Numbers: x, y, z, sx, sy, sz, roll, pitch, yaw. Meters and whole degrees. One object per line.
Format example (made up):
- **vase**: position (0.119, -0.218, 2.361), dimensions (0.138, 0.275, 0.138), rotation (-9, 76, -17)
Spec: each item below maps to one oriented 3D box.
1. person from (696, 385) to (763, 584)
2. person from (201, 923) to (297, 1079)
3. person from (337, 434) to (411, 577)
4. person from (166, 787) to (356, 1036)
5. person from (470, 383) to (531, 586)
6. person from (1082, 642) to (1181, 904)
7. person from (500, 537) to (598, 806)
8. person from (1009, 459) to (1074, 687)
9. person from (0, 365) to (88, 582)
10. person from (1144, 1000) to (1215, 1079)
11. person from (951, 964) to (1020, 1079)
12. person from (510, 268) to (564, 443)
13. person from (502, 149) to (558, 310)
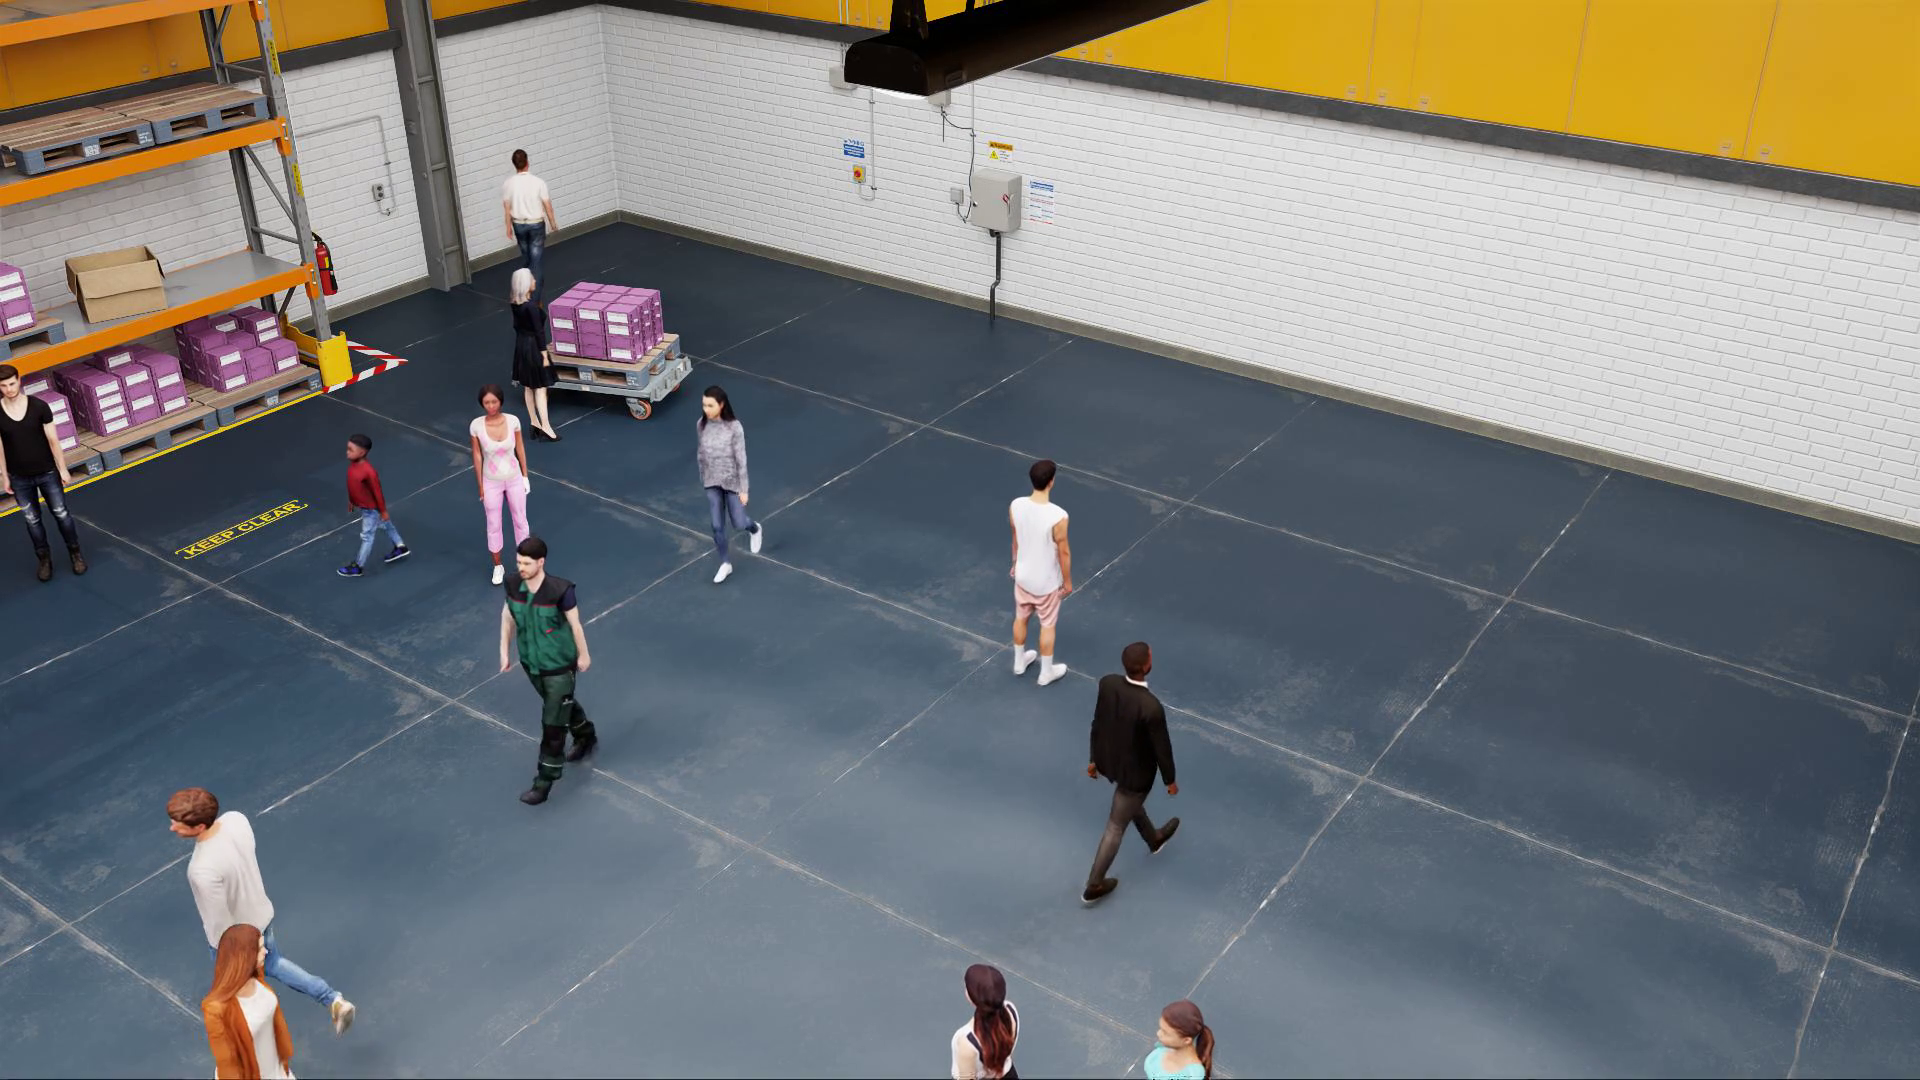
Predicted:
- **person**: position (-1.895, -0.501, 13.737), dimensions (0.742, 1.717, 0.903), rotation (10, 30, 18)
- **person**: position (-3.523, 2.592, 8.095), dimensions (0.898, 1.687, 0.933), rotation (8, 30, 14)
- **person**: position (-4.882, -0.324, 13.923), dimensions (0.924, 1.226, 0.655), rotation (-22, 36, -35)
- **person**: position (-3.757, 2.060, 8.880), dimensions (1.059, 1.870, 1.121), rotation (4, 29, 7)
- **person**: position (-3.755, -0.473, 13.660), dimensions (0.616, 1.740, 0.712), rotation (-10, 30, -18)
- **person**: position (0.960, 1.455, 10.107), dimensions (1.222, 1.757, 0.903), rotation (-21, 35, -34)
- **person**: position (-2.725, 0.788, 11.231), dimensions (0.904, 1.851, 1.272), rotation (11, 30, 19)
- **person**: position (0.567, 0.245, 12.300), dimensions (0.652, 1.782, 0.567), rotation (21, 35, 33)
- **person**: position (-7.632, -0.574, 13.685), dimensions (0.692, 1.894, 0.799), rotation (-11, 30, -19)
- **person**: position (1.031, 2.791, 7.869), dimensions (0.702, 1.554, 0.654), rotation (-8, 30, -14)
- **person**: position (0.138, 2.694, 7.952), dimensions (0.599, 1.646, 0.464), rotation (20, 34, 32)
- **person**: position (-4.121, -1.789, 16.066), dimensions (0.617, 1.747, 0.639), rotation (-25, 37, -38)
- **person**: position (-4.993, -3.531, 19.188), dimensions (1.091, 1.816, 1.277), rotation (1, 29, 2)
